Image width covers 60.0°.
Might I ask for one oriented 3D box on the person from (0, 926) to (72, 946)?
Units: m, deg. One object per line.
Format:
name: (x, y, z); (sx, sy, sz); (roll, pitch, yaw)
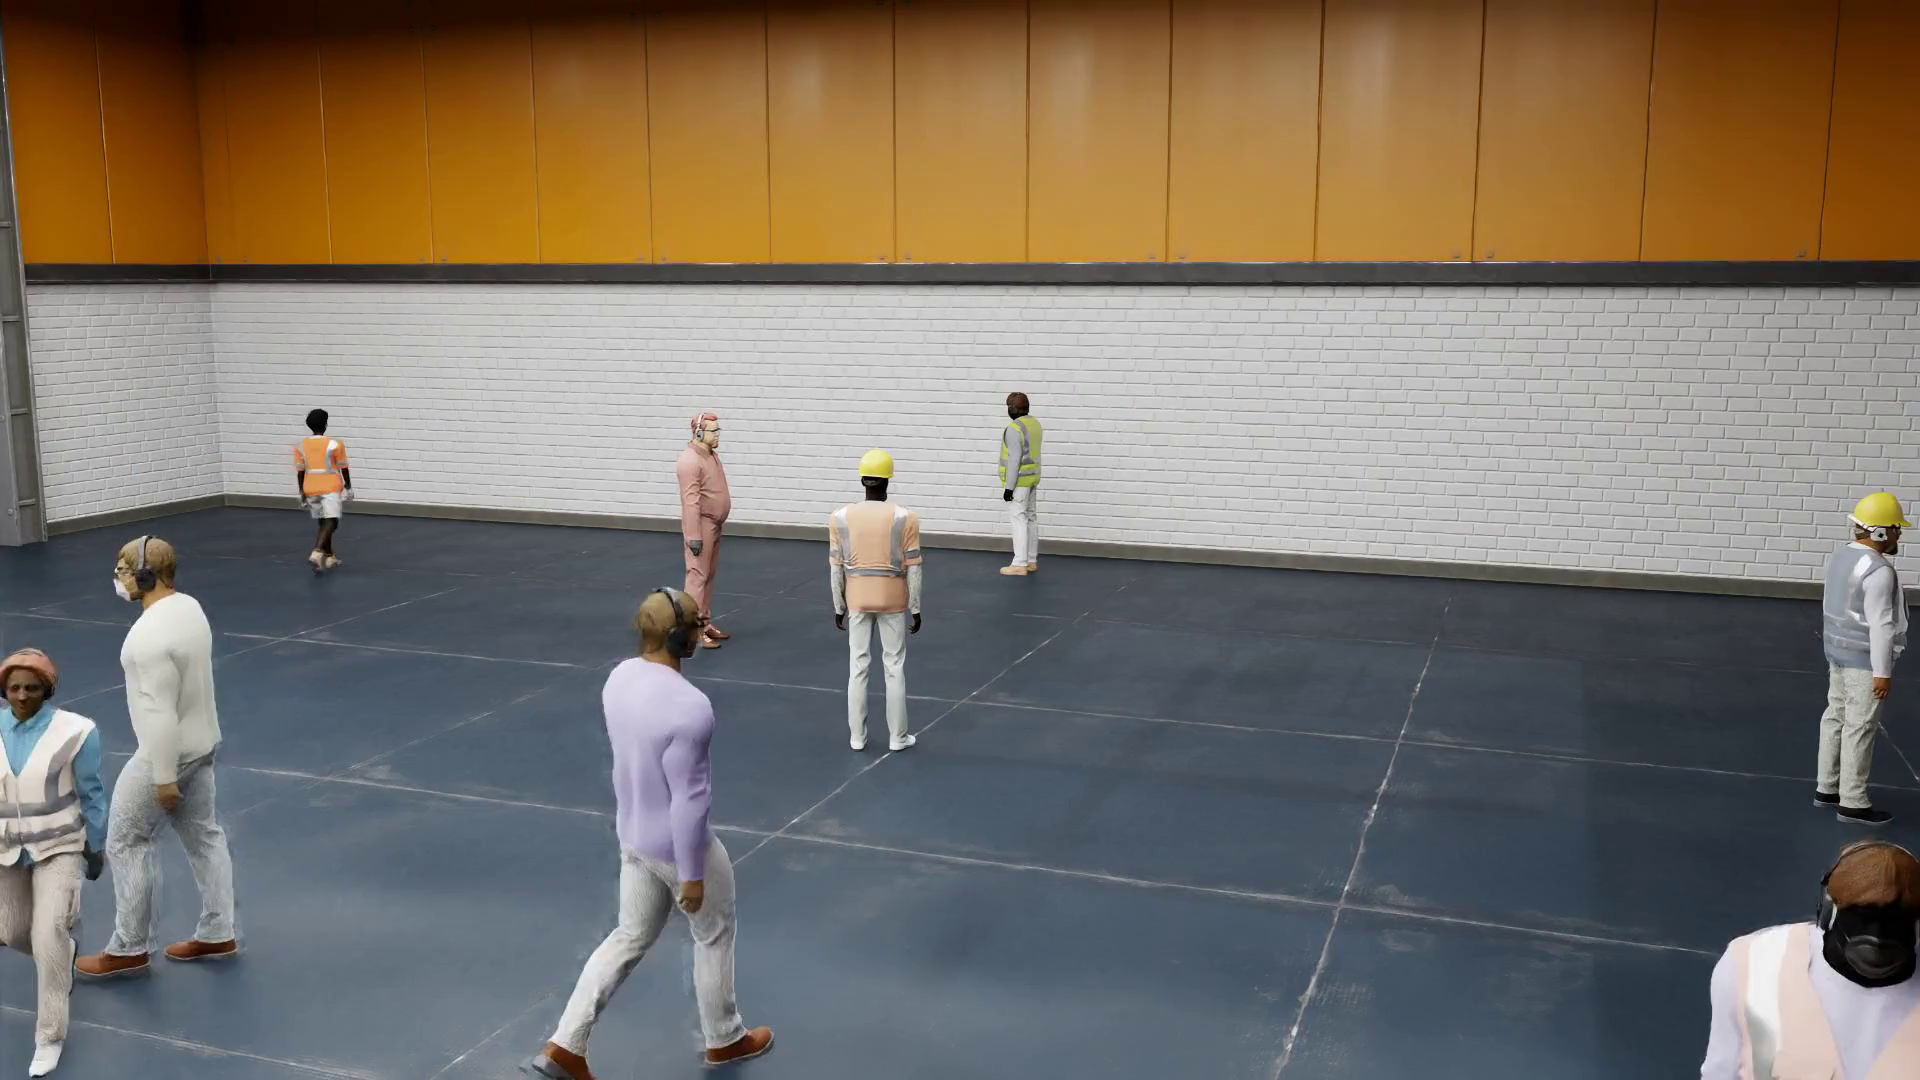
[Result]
person: (-4.521, 0.938, 7.331); (1.014, 1.846, 0.650); (-5, 11, -30)

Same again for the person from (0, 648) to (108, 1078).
person: (-3.595, 1.192, 6.503); (0.521, 1.612, 0.707); (-2, 9, -10)

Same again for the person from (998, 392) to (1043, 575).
person: (0.594, -0.568, 16.718); (0.429, 1.840, 0.630); (5, 10, 26)

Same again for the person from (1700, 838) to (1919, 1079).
person: (1.924, 1.554, 3.623); (0.656, 1.814, 0.744); (5, 10, 28)

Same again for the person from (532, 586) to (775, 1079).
person: (-1.136, 1.110, 6.109); (0.931, 1.907, 0.637); (-8, 12, -41)

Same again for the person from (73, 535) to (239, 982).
person: (-3.542, 0.931, 7.186); (0.736, 1.917, 0.645); (-1, 9, -5)

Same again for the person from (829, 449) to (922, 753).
person: (-0.526, 0.390, 10.499); (0.588, 1.927, 0.365); (1, 9, 8)

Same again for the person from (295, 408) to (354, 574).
person: (-6.460, -0.494, 16.788); (0.521, 1.675, 0.804); (1, 9, 7)

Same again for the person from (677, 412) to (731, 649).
person: (-2.057, -0.084, 13.509); (0.401, 1.907, 0.648); (1, 9, 6)

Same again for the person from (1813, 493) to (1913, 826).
person: (5.004, 0.645, 9.208); (0.404, 1.830, 0.600); (1, 9, 3)
